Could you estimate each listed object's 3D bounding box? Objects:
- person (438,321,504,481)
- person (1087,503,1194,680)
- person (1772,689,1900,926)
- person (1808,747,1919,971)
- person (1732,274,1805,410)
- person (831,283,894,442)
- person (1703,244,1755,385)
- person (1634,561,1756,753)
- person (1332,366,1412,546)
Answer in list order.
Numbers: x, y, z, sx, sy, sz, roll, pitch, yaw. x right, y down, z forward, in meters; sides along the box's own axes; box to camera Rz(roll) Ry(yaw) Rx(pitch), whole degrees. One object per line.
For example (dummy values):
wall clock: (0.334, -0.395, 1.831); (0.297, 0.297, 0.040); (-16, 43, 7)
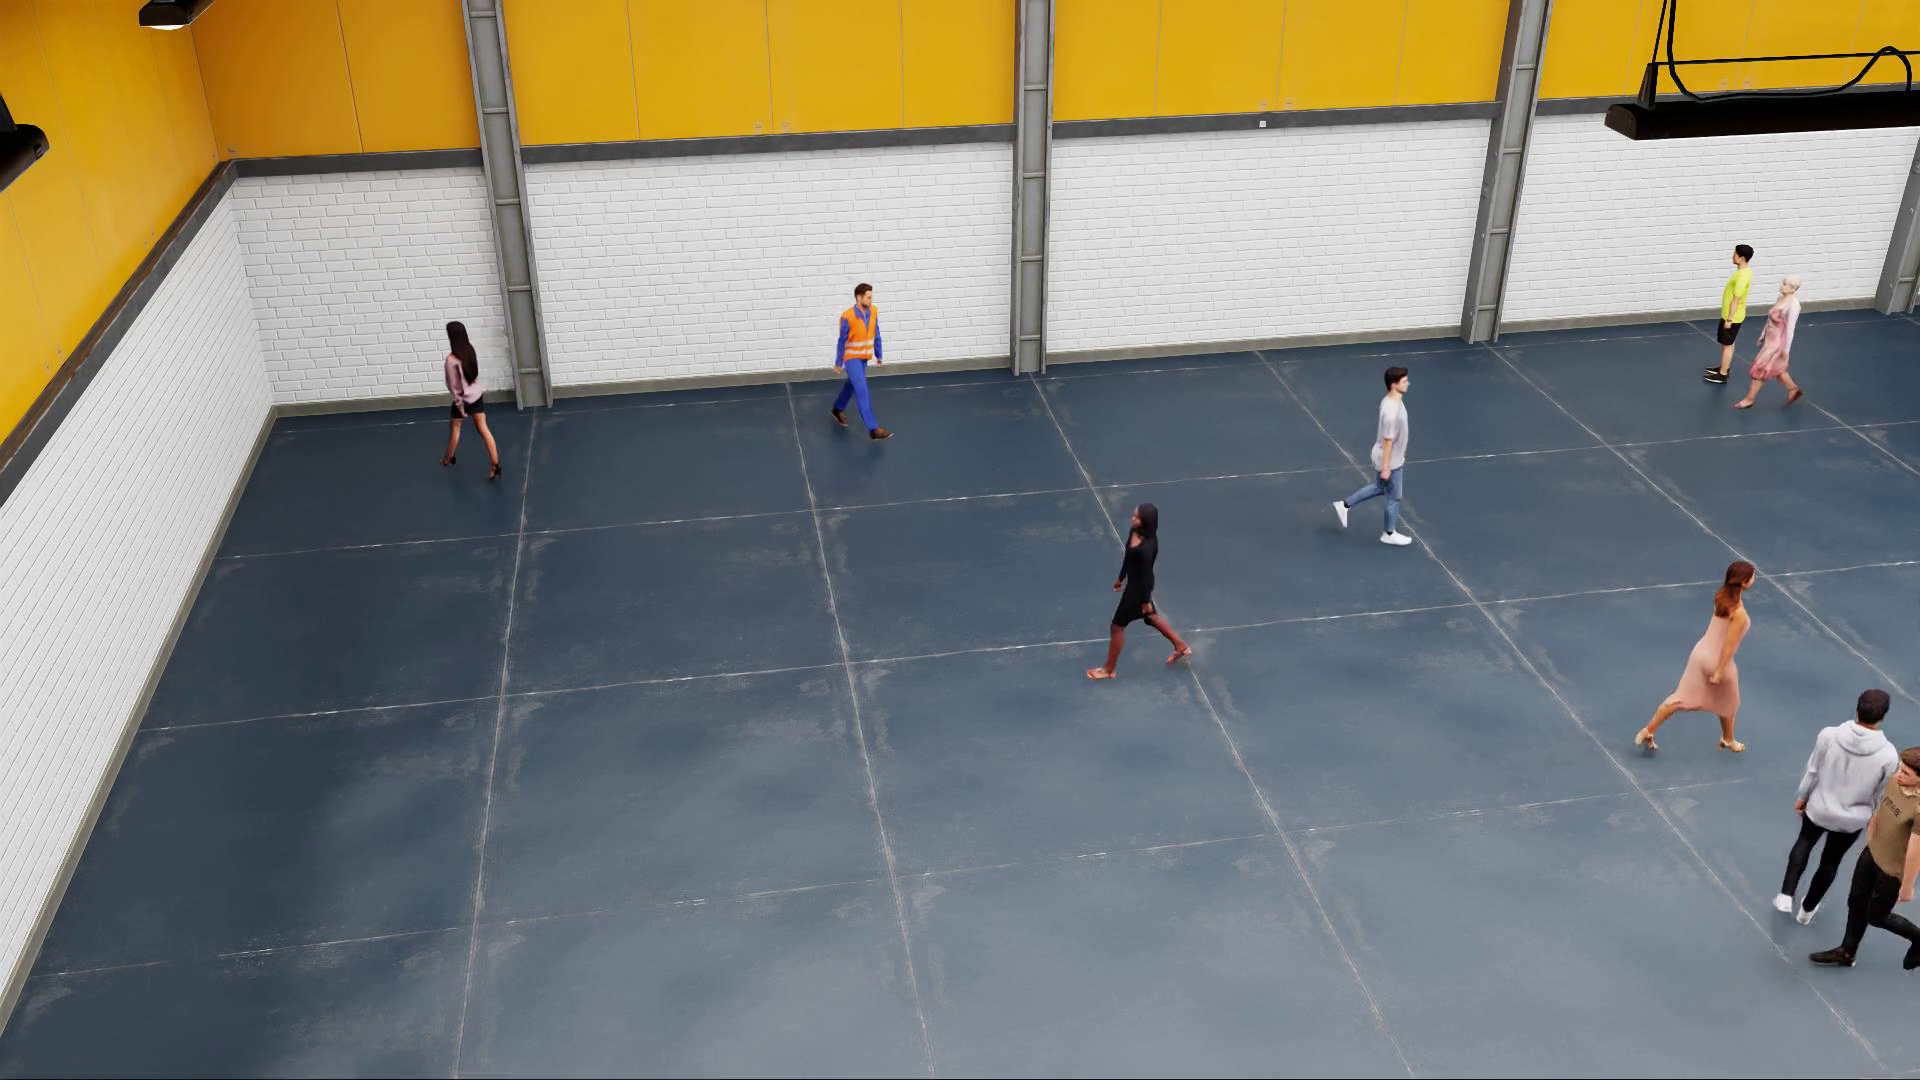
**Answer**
person: (-5.132, -1.441, 17.644); (1.131, 1.774, 1.003); (14, 32, 24)
person: (1.615, 0.442, 14.288); (1.201, 1.682, 0.713); (-2, 29, -3)
person: (5.997, 1.893, 11.382); (0.853, 1.917, 0.910); (17, 33, 29)
person: (6.239, 2.148, 11.003); (1.048, 1.833, 0.779); (1, 29, 1)
person: (9.554, -2.276, 19.295); (1.098, 1.660, 0.767); (3, 29, 5)
person: (-1.230, -2.035, 18.695); (1.285, 1.810, 1.291); (-26, 38, -38)
person: (9.355, -2.743, 20.104); (0.711, 1.706, 0.688); (12, 31, 21)
person: (5.870, 0.978, 13.200); (1.131, 1.784, 0.585); (-4, 29, -7)
person: (4.152, -0.833, 16.430); (1.160, 1.870, 0.958); (8, 30, 14)
